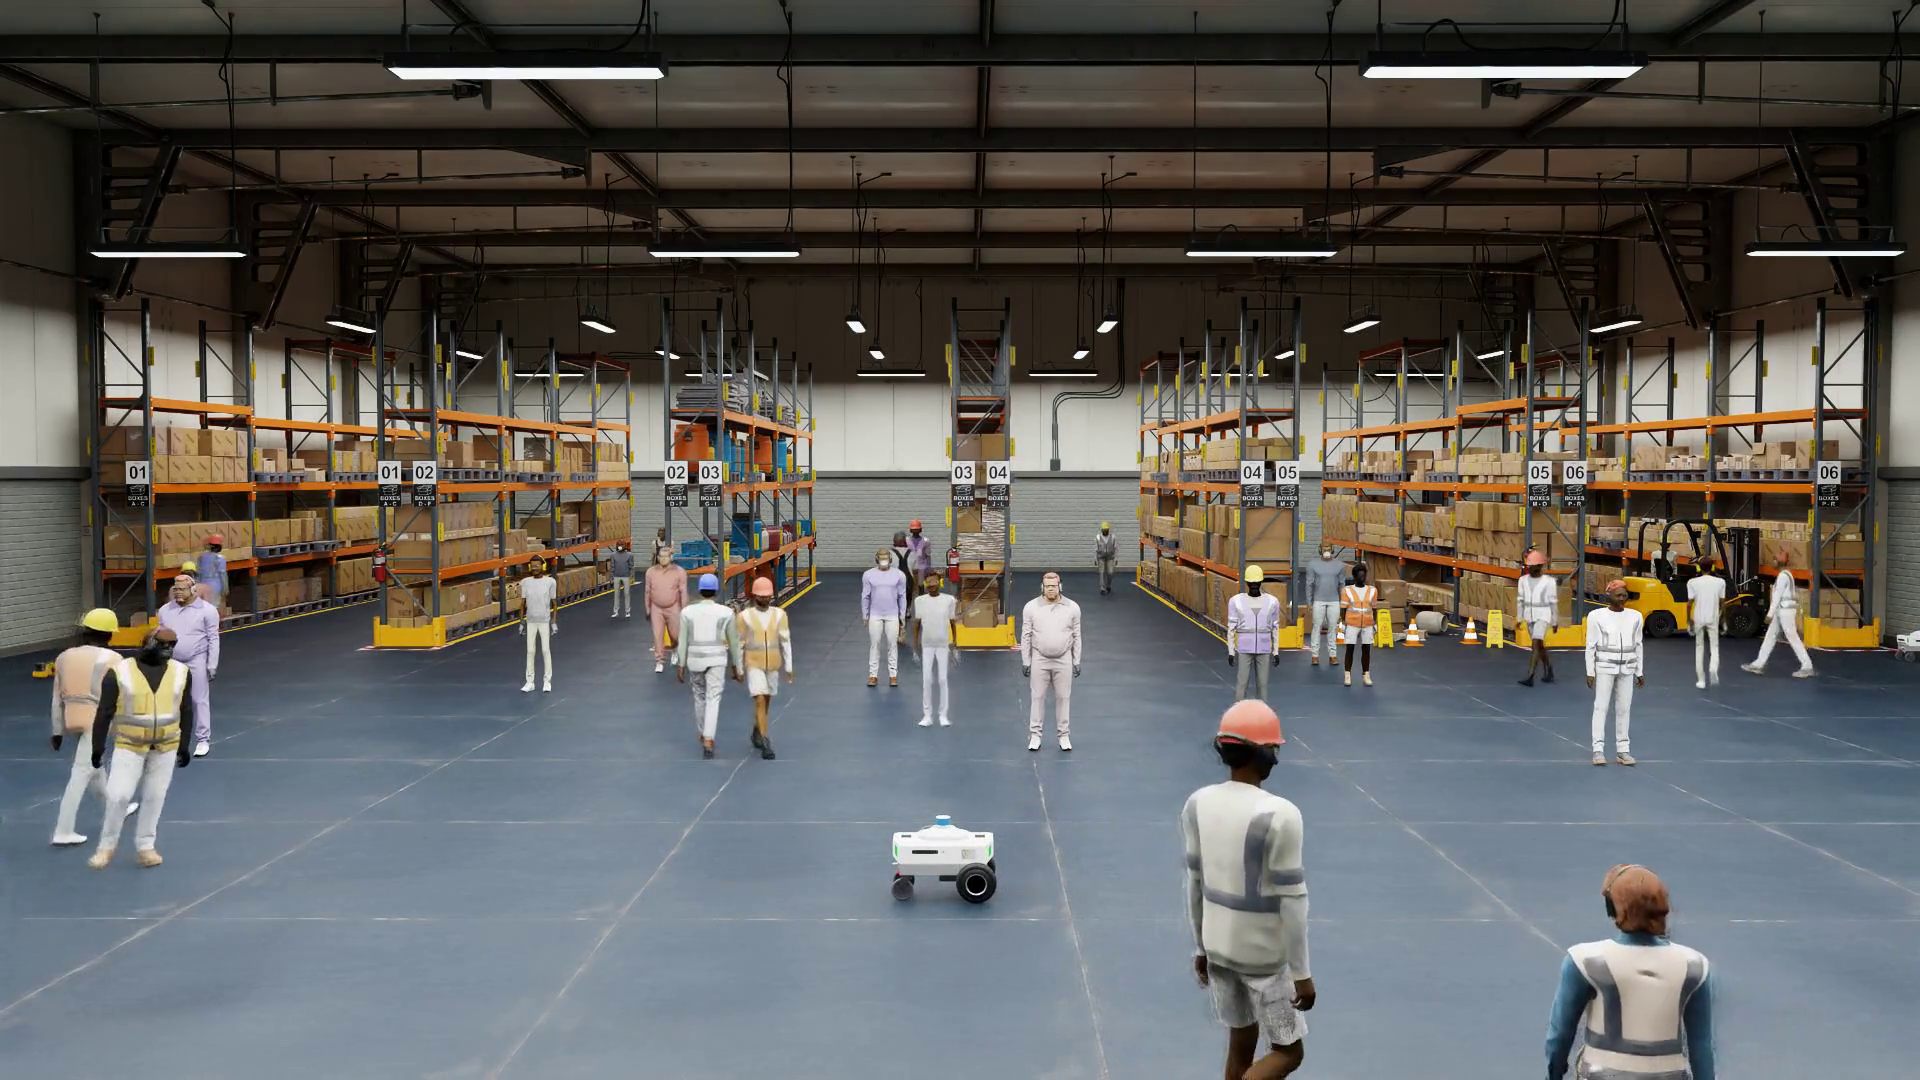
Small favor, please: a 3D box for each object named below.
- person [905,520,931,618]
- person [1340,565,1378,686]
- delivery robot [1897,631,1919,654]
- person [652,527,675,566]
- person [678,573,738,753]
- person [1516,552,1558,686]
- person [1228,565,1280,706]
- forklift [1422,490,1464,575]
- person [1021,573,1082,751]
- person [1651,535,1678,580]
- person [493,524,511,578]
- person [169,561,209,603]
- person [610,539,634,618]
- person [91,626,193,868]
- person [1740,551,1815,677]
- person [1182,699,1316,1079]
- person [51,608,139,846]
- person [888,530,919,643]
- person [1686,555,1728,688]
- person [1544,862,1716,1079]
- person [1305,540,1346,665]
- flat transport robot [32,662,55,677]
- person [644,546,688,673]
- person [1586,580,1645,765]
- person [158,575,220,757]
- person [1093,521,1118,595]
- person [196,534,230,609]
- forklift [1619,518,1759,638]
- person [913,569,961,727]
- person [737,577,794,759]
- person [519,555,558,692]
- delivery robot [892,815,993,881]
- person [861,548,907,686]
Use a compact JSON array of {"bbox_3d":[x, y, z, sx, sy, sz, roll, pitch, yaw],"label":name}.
[{"bbox_3d":[-0.908,0.600,33.284,0.616,2.039,0.385,0,2,0],"label":"person"},{"bbox_3d":[5.596,1.192,22.628,0.542,1.695,0.316,0,2,0],"label":"person"},{"bbox_3d":[15.273,1.612,25.605,0.707,0.478,0.477,0,2,0],"label":"delivery robot"},{"bbox_3d":[-6.549,0.622,35.647,0.495,1.795,0.913,-1,2,-13],"label":"person"},{"bbox_3d":[-2.698,1.308,17.274,0.635,1.906,0.992,0,2,2],"label":"person"},{"bbox_3d":[8.188,1.097,22.825,1.012,1.889,0.534,-2,3,-39],"label":"person"},{"bbox_3d":[3.354,1.246,18.412,0.595,1.925,0.373,0,2,0],"label":"person"},{"bbox_3d":[13.926,-0.371,47.846,1.873,2.768,1.129,0,2,0],"label":"forklift"},{"bbox_3d":[0.983,1.300,17.321,0.655,1.906,0.407,0,2,0],"label":"person"},{"bbox_3d":[14.089,0.776,32.271,0.535,1.766,0.321,0,2,0],"label":"person"},{"bbox_3d":[-11.156,0.492,39.388,0.601,1.781,0.914,0,2,1],"label":"person"},{"bbox_3d":[-10.964,1.164,22.965,0.532,1.728,0.883,-1,3,-31],"label":"person"},{"bbox_3d":[-7.018,0.792,33.500,0.509,1.632,0.267,0,2,0],"label":"person"},{"bbox_3d":[-6.150,1.561,12.189,0.719,1.805,0.449,-2,3,-40],"label":"person"},{"bbox_3d":[12.044,1.086,23.676,0.987,1.838,0.591,1,3,28],"label":"person"},{"bbox_3d":[1.142,1.666,6.568,0.640,2.030,0.634,-2,3,-35],"label":"person"},{"bbox_3d":[-6.997,1.488,13.107,0.596,1.857,1.036,1,2,14],"label":"person"},{"bbox_3d":[-1.054,0.814,28.437,0.685,2.000,0.912,-1,2,-24],"label":"person"},{"bbox_3d":[10.303,1.131,22.260,0.541,1.853,0.570,1,2,20],"label":"person"},{"bbox_3d":[2.288,1.917,5.599,0.514,1.600,0.808,0,2,-4],"label":"person"},{"bbox_3d":[5.701,0.973,25.154,0.638,1.938,0.356,0,2,0],"label":"person"},{"bbox_3d":[-12.715,1.874,23.691,1.431,0.197,0.652,0,2,0],"label":"flat transport robot"},{"bbox_3d":[-4.443,1.031,24.437,0.653,1.888,0.729,0,2,-4],"label":"person"},{"bbox_3d":[6.682,1.345,16.469,0.587,1.883,0.341,0,2,0],"label":"person"},{"bbox_3d":[-8.130,1.316,16.945,0.655,1.904,0.407,0,2,0],"label":"person"},{"bbox_3d":[3.599,0.447,39.967,0.610,1.813,0.435,0,2,2],"label":"person"},{"bbox_3d":[-13.004,0.860,28.143,0.598,1.921,0.636,1,2,18],"label":"person"},{"bbox_3d":[13.417,0.684,29.791,2.313,2.155,1.214,0,2,0],"label":"forklift"},{"bbox_3d":[-0.267,1.274,19.011,0.571,1.850,0.430,0,2,5],"label":"person"},{"bbox_3d":[-2.096,1.326,17.186,0.565,1.888,1.006,-1,2,-23],"label":"person"},{"bbox_3d":[-5.751,1.134,22.017,0.538,1.866,0.313,0,2,0],"label":"person"},{"bbox_3d":[-0.121,2.179,11.324,0.707,0.478,0.477,0,2,0],"label":"delivery robot"},{"bbox_3d":[-1.064,1.074,22.611,0.638,1.937,0.356,0,2,0],"label":"person"}]
